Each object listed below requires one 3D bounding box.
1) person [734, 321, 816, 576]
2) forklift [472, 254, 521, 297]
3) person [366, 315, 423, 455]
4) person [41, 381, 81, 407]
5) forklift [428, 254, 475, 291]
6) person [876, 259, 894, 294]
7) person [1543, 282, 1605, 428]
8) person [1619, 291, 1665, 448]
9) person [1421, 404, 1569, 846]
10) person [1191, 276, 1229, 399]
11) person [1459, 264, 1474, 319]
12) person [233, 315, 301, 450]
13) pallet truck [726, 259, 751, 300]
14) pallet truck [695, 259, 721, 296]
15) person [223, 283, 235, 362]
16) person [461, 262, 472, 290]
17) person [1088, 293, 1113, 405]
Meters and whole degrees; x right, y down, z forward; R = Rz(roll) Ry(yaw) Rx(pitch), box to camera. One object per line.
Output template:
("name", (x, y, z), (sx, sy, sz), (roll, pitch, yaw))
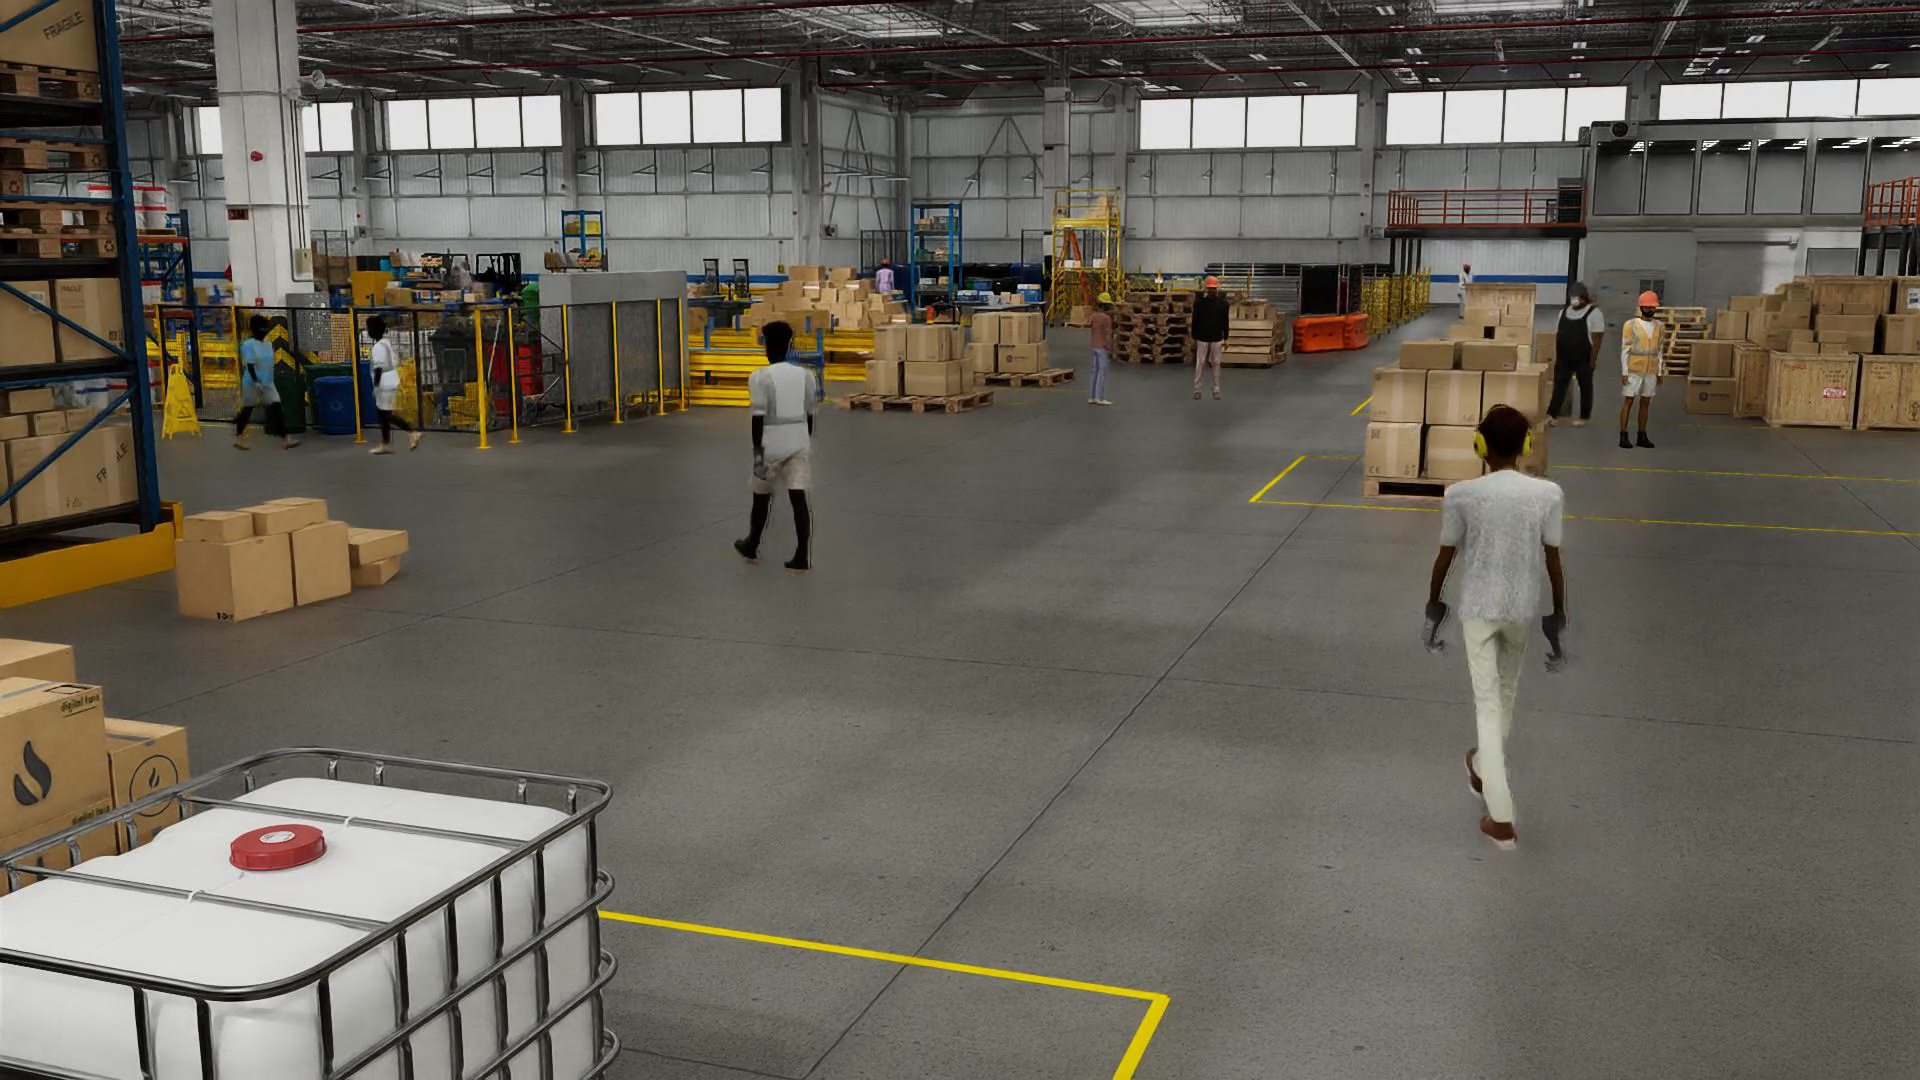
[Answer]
("person", (-1.429, -0.721, 12.825), (0.619, 1.914, 0.985), (-7, 12, -35))
("forklift", (-17.990, -10.121, 64.684), (1.157, 1.987, 2.680), (3, 11, 17))
("person", (-6.759, -1.838, 19.806), (0.573, 1.670, 0.543), (-3, 10, -14))
("person", (-11.005, -1.988, 20.348), (0.915, 1.792, 0.606), (2, 10, 11))
("forklift", (-20.133, -10.254, 65.465), (1.157, 1.987, 2.680), (3, 11, 19))
("person", (-2.589, -8.687, 57.413), (0.617, 2.029, 0.617), (0, 10, 2))
("person", (8.364, -2.533, 22.701), (0.984, 2.000, 0.702), (-9, 13, -41))
("person", (8.417, -2.092, 20.504), (0.542, 1.939, 0.366), (-1, 10, -7))
("person", (2.288, 0.327, 7.203), (0.552, 1.820, 0.952), (0, 10, 3))
("person", (4.057, -3.274, 26.995), (0.609, 1.997, 0.373), (1, 10, 5))
("person", (17.016, -8.352, 55.968), (0.608, 1.859, 0.475), (-3, 11, -18))
("person", (-8.552, -1.915, 20.325), (0.895, 1.650, 0.547), (3, 11, 19))
("pallet truck", (-7.986, -9.493, 62.019), (0.823, 1.965, 1.885), (3, 11, 17))
("pallet truck", (-9.165, -9.627, 62.776), (0.823, 1.965, 1.885), (4, 11, 23))
("person", (-14.725, -4.382, 33.999), (0.854, 1.731, 0.543), (5, 11, 24))
("person", (-17.974, -9.206, 60.705), (0.447, 1.889, 0.670), (-3, 10, -16))
("person", (2.228, -2.990, 26.073), (0.333, 1.760, 0.527), (-5, 11, -27))
